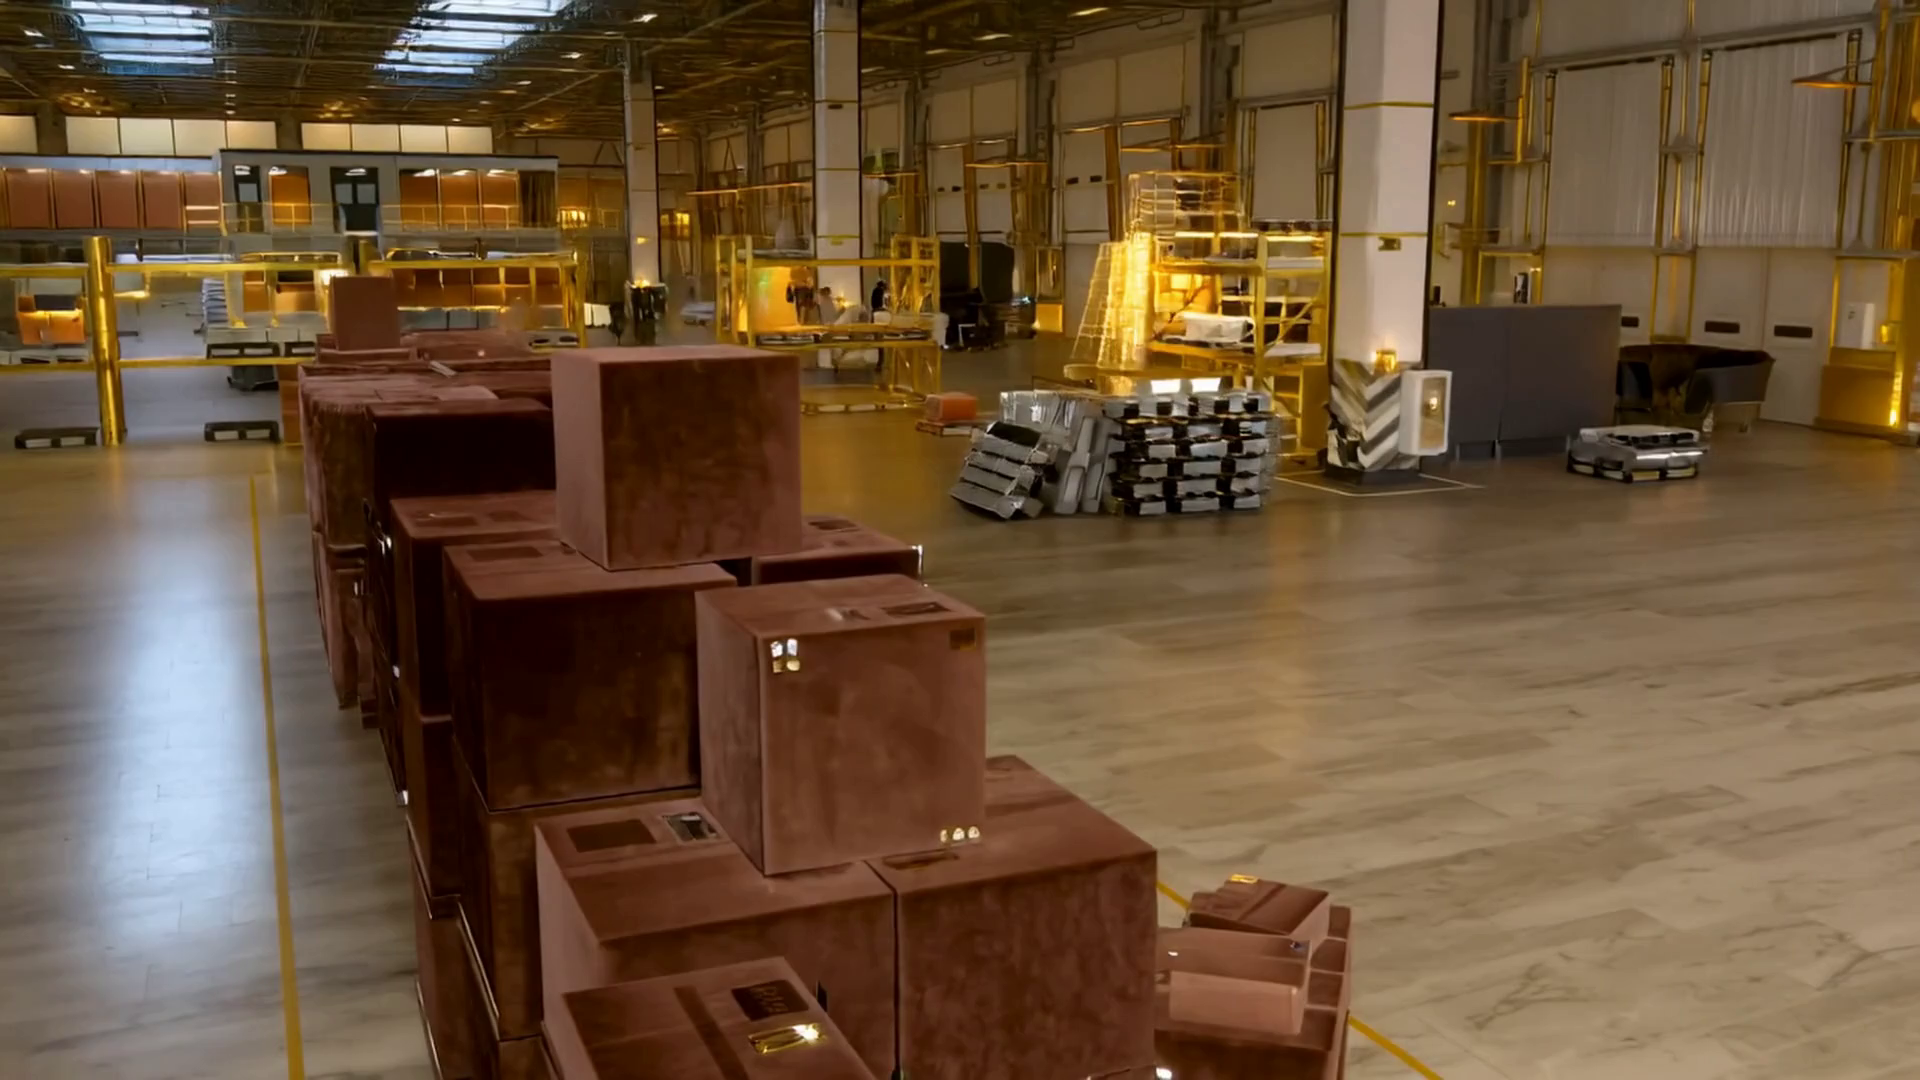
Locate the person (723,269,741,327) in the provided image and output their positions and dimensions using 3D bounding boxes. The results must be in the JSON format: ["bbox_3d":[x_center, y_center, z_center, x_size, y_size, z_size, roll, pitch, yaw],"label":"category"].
[{"bbox_3d":[-7.605,-8.087,55.775,0.769,1.969,0.626,-7,12,-32],"label":"person"}]

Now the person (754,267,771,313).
[{"bbox_3d":[-7.947,-10.089,67.066,0.562,1.885,1.013,9,13,39],"label":"person"}]

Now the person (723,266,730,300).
[{"bbox_3d":[-10.794,-12.076,77.854,0.644,1.927,0.611,-2,11,-13],"label":"person"}]

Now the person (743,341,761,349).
[{"bbox_3d":[-2.179,-1.127,17.493,0.629,1.939,0.372,-4,11,-21],"label":"person"}]

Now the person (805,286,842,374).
[{"bbox_3d":[-3.031,-4.624,36.740,0.917,1.943,0.650,-2,10,-9],"label":"person"}]

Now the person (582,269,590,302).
[{"bbox_3d":[-15.300,-10.066,67.281,0.706,1.741,0.536,6,12,30],"label":"person"}]

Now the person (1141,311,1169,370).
[{"bbox_3d":[3.287,-2.836,27.269,0.906,1.805,0.544,7,12,33],"label":"person"}]

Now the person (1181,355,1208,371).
[{"bbox_3d":[3.704,-2.589,26.105,0.488,1.738,0.322,-4,11,-21],"label":"person"}]

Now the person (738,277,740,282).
[{"bbox_3d":[-9.232,-10.242,68.397,0.537,1.696,0.321,-4,11,-21],"label":"person"}]

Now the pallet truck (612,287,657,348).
[{"bbox_3d":[-6.464,-4.406,35.401,0.823,1.965,1.885,6,12,32],"label":"pallet truck"}]

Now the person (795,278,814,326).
[{"bbox_3d":[-4.449,-6.617,47.951,0.606,1.884,1.010,0,10,1],"label":"person"}]

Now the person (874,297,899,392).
[{"bbox_3d":[-1.444,-3.830,32.605,0.513,1.863,0.329,-4,11,-21],"label":"person"}]

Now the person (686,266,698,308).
[{"bbox_3d":[-11.572,-10.929,71.848,0.631,1.827,0.631,6,12,28],"label":"person"}]
